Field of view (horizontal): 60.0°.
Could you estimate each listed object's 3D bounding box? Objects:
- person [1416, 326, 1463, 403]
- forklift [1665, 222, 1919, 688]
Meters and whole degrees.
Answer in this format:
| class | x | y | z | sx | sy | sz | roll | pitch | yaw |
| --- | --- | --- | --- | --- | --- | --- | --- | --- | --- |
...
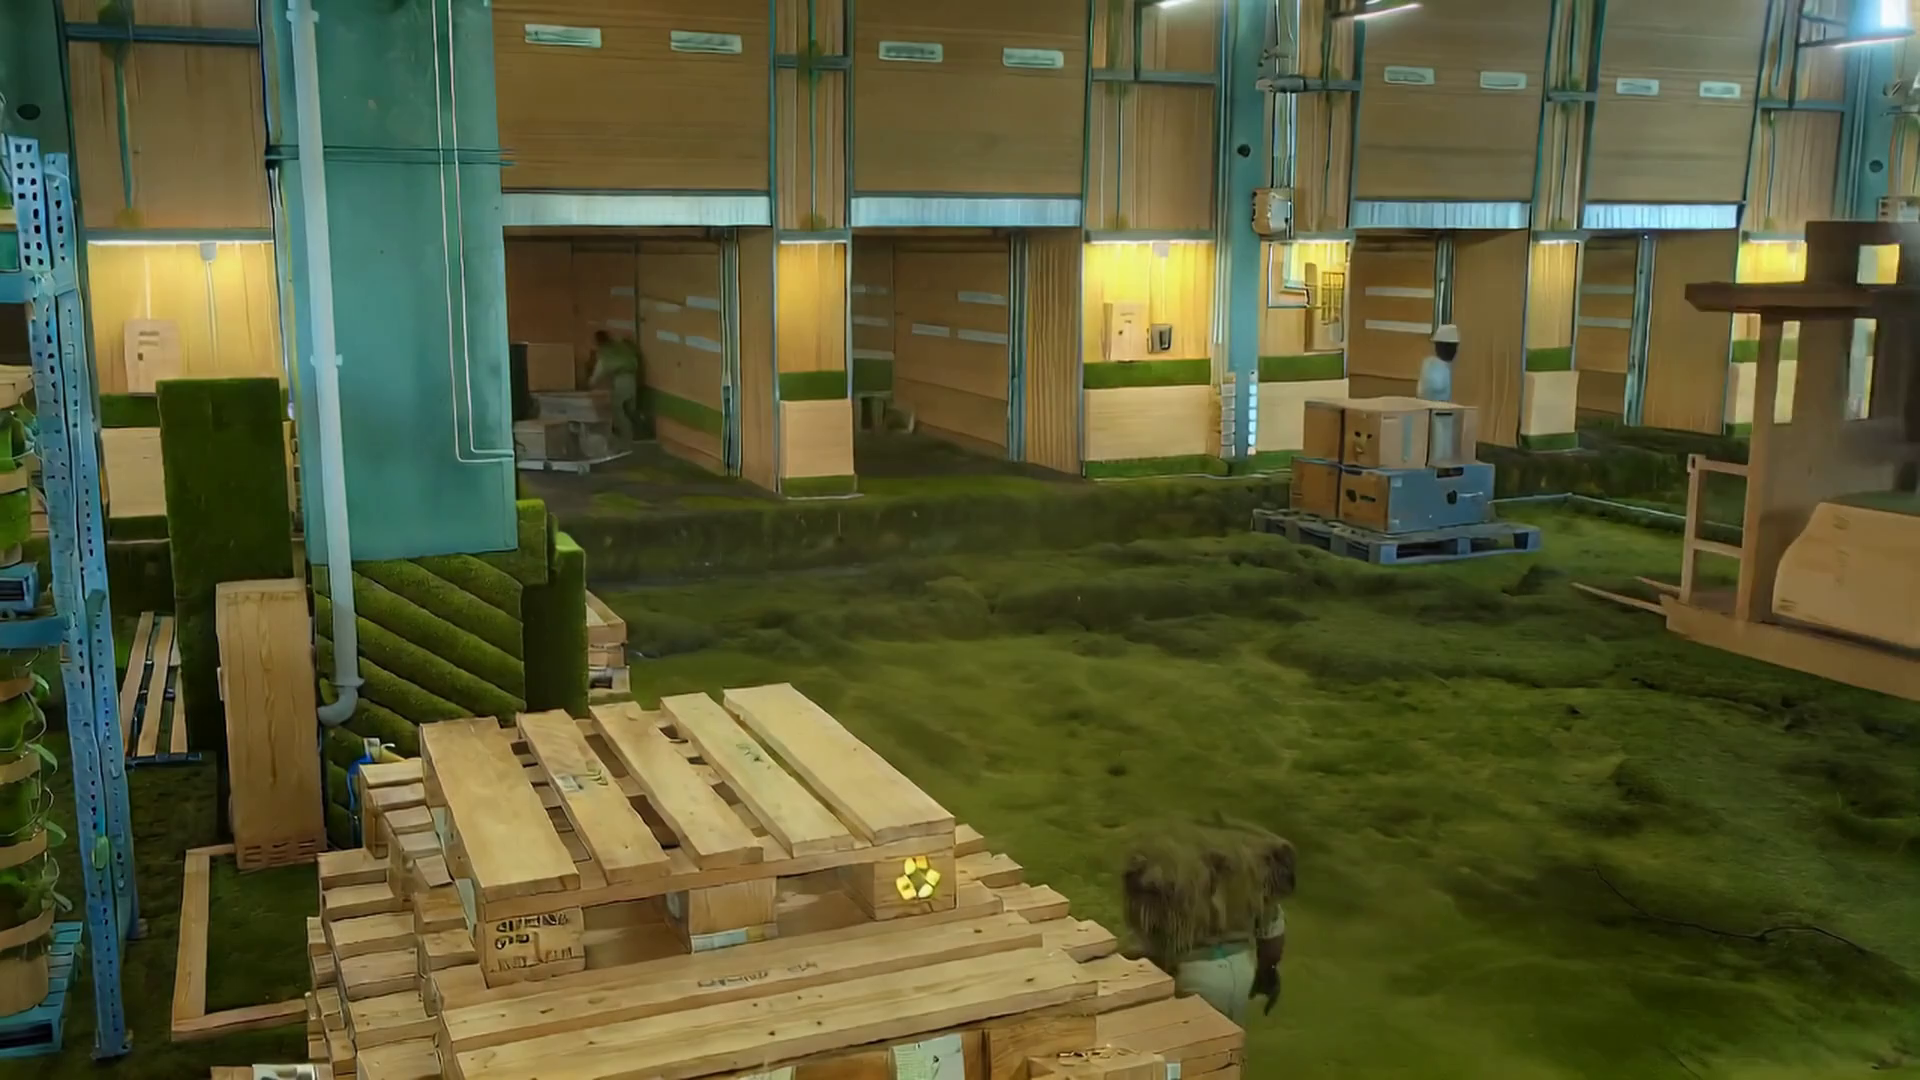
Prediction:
| class | x | y | z | sx | sy | sz | roll | pitch | yaw |
| --- | --- | --- | --- | --- | --- | --- | --- | --- | --- |
| person | 4.756 | -1.207 | 16.644 | 1.037 | 1.861 | 0.580 | 2 | 11 | 13 |
| forklift | 5.764 | -0.627 | 10.642 | 1.129 | 2.768 | 1.873 | -4 | 11 | -23 |
